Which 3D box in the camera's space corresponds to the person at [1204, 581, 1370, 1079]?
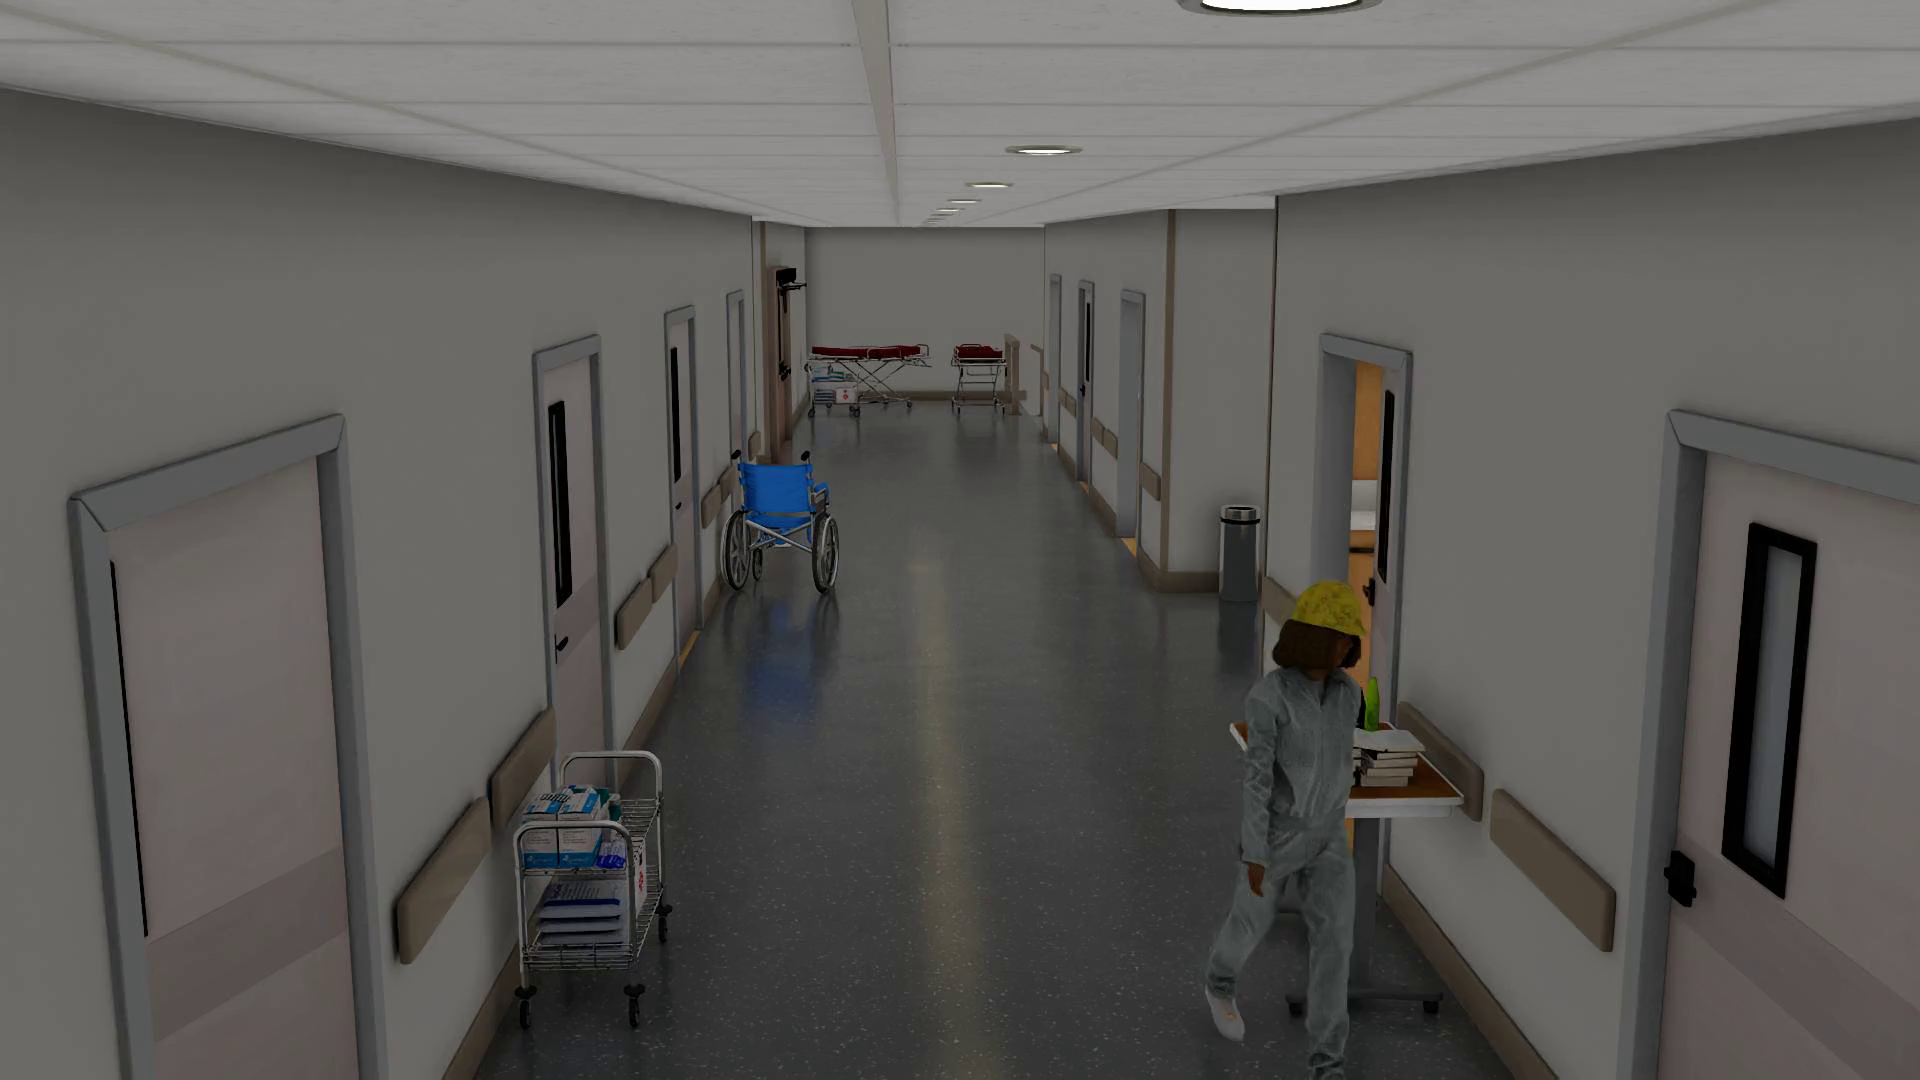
[{"bbox_3d":[1.085,0.953,5.485,0.501,1.704,0.863,-5,11,-24],"label":"person"}]
